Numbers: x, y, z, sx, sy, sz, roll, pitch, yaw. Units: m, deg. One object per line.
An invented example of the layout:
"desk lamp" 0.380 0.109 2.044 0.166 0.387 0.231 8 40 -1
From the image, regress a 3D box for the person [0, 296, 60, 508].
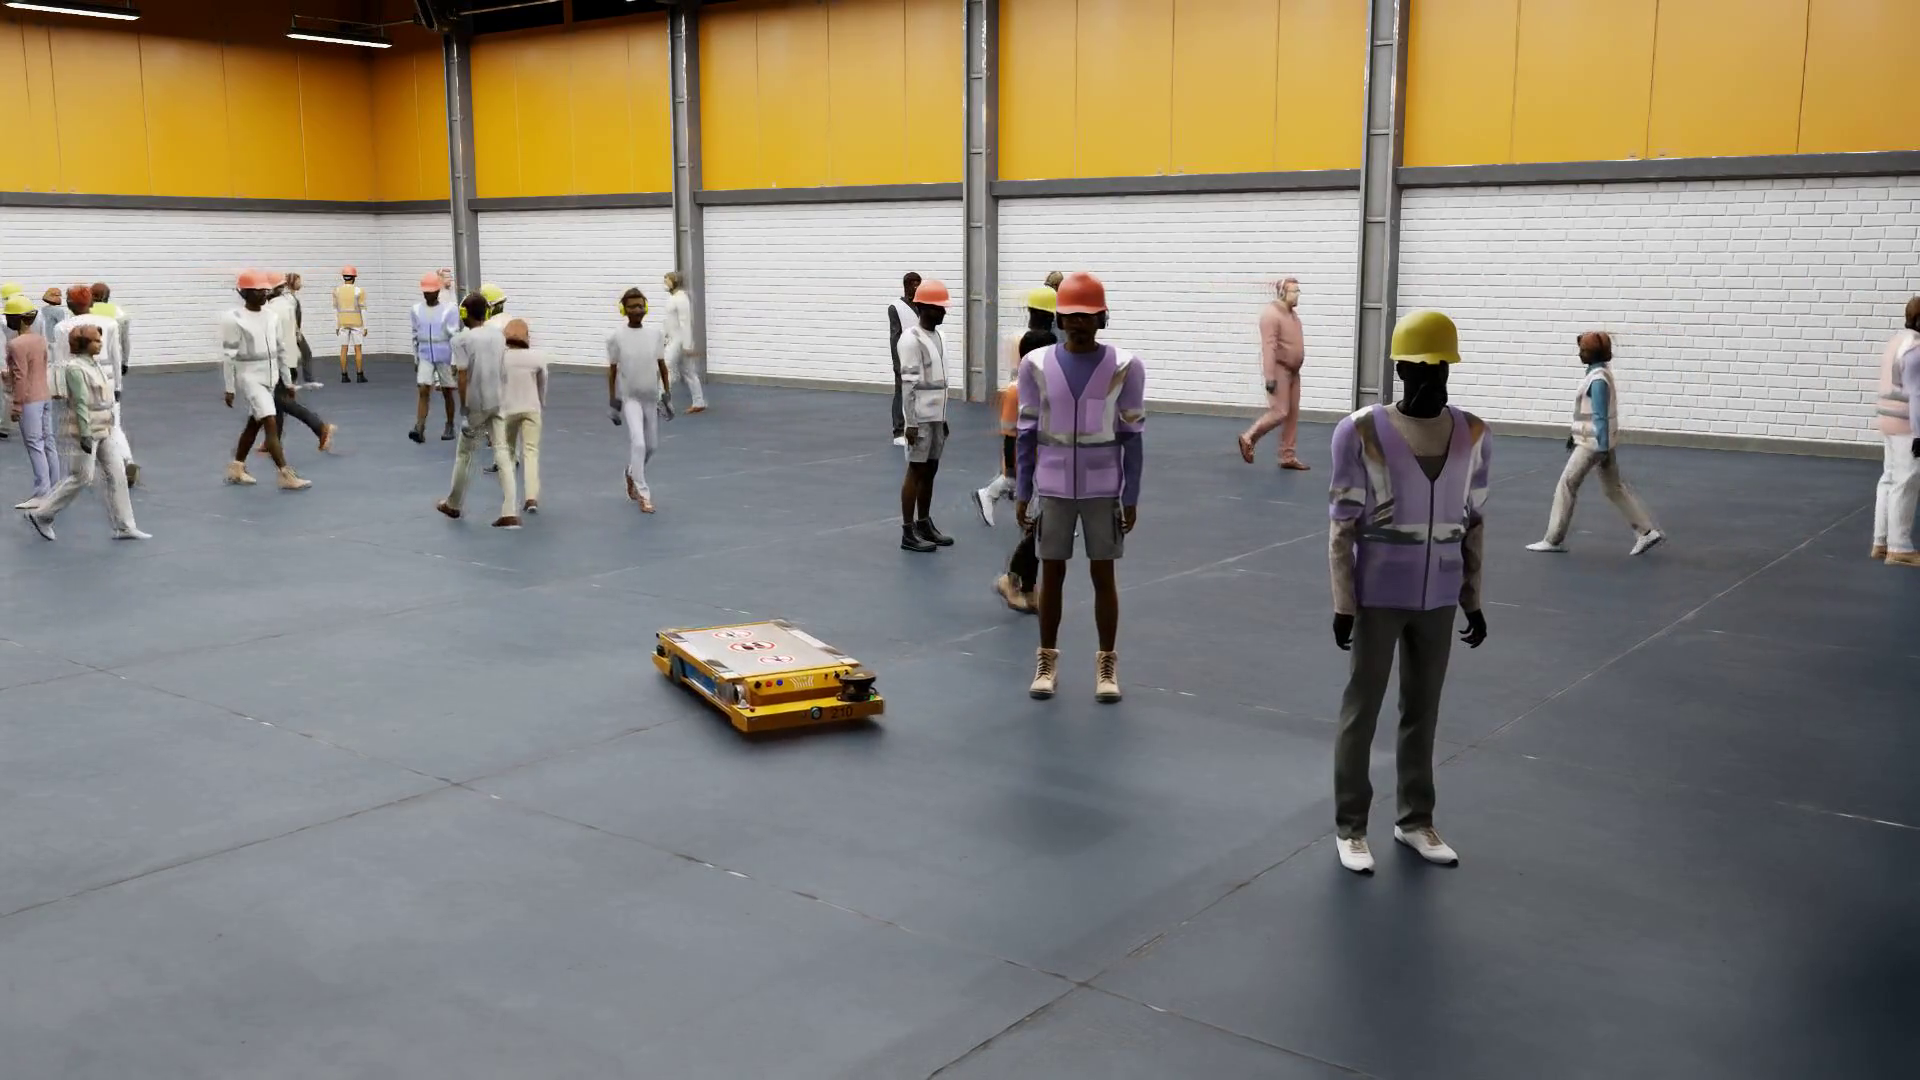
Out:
"person" -7.765 -1.146 13.874 0.314 1.769 0.523 -1 10 -6

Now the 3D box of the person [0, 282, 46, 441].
"person" -10.601 -1.990 18.721 0.718 1.807 0.600 7 12 36

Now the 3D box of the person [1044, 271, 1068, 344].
"person" 0.982 -1.807 17.221 0.627 1.940 0.372 -6 12 -32

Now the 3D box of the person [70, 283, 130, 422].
"person" -9.910 -2.065 19.197 0.637 1.773 0.997 -7 12 -37

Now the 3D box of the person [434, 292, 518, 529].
"person" -3.760 -1.007 12.926 0.984 1.810 0.497 9 13 42

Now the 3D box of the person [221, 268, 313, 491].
"person" -6.316 -1.446 14.987 1.032 1.994 0.623 4 10 21

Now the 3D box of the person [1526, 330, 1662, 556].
"person" 4.480 -0.672 11.604 0.853 1.592 0.528 5 11 26

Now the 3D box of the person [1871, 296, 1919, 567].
"person" 6.490 -0.747 11.335 0.429 1.840 0.632 3 10 15

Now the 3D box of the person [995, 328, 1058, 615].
"person" 0.444 -0.382 9.638 0.368 1.682 0.554 6 11 30

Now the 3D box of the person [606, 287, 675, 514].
"person" -2.680 -1.177 13.830 0.518 1.849 0.815 -6 11 -31

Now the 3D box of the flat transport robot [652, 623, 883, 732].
"flat transport robot" -0.955 0.616 7.961 0.652 0.197 1.431 -5 11 -27

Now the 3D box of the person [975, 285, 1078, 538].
"person" 0.507 -0.971 12.516 0.813 1.888 0.591 4 11 22

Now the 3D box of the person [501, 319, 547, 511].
"person" -3.660 -1.038 13.802 0.487 1.577 0.879 -3 10 -19

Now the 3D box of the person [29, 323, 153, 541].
"person" -6.412 -0.777 12.167 0.747 1.614 0.519 -1 10 -5

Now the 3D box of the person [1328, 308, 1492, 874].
"person" 1.543 0.177 5.704 0.587 1.928 0.381 -2 10 -12

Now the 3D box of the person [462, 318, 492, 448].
"person" -5.142 -1.792 18.063 0.535 1.611 0.379 2 10 10

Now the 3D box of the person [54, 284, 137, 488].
"person" -7.781 -1.372 14.954 0.866 1.854 0.576 8 13 40

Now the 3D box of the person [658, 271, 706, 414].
"person" -3.798 -2.562 21.765 1.001 1.888 0.636 -3 10 -18

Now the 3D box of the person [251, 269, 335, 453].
"person" -7.077 -1.868 17.518 0.872 1.966 0.624 0 10 -2

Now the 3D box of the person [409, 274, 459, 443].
"person" -5.898 -2.023 18.619 0.558 1.883 0.957 0 10 0

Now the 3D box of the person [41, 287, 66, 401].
"person" -13.055 -2.824 24.026 0.501 1.633 0.288 5 11 29

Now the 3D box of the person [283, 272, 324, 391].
"person" -10.200 -3.217 25.751 0.743 1.821 0.554 -3 10 -17

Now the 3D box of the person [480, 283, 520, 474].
"person" -4.452 -1.548 16.022 0.404 1.833 0.592 1 10 7

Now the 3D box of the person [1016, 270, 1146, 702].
"person" 0.556 -0.241 7.832 0.608 2.034 0.395 2 10 11

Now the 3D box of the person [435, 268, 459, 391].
"person" -7.980 -3.266 25.838 0.403 1.902 0.645 2 10 10

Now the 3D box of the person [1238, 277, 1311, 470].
"person" 3.126 -1.628 16.307 0.621 1.892 0.659 7 12 37

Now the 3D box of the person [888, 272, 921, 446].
"person" -0.567 -2.009 18.468 0.392 1.916 0.592 7 12 35

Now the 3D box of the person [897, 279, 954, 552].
"person" -0.215 -0.887 11.875 0.377 1.932 0.552 5 11 26

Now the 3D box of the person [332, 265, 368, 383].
"person" -10.023 -3.548 27.392 0.541 1.932 0.382 -1 10 -4
